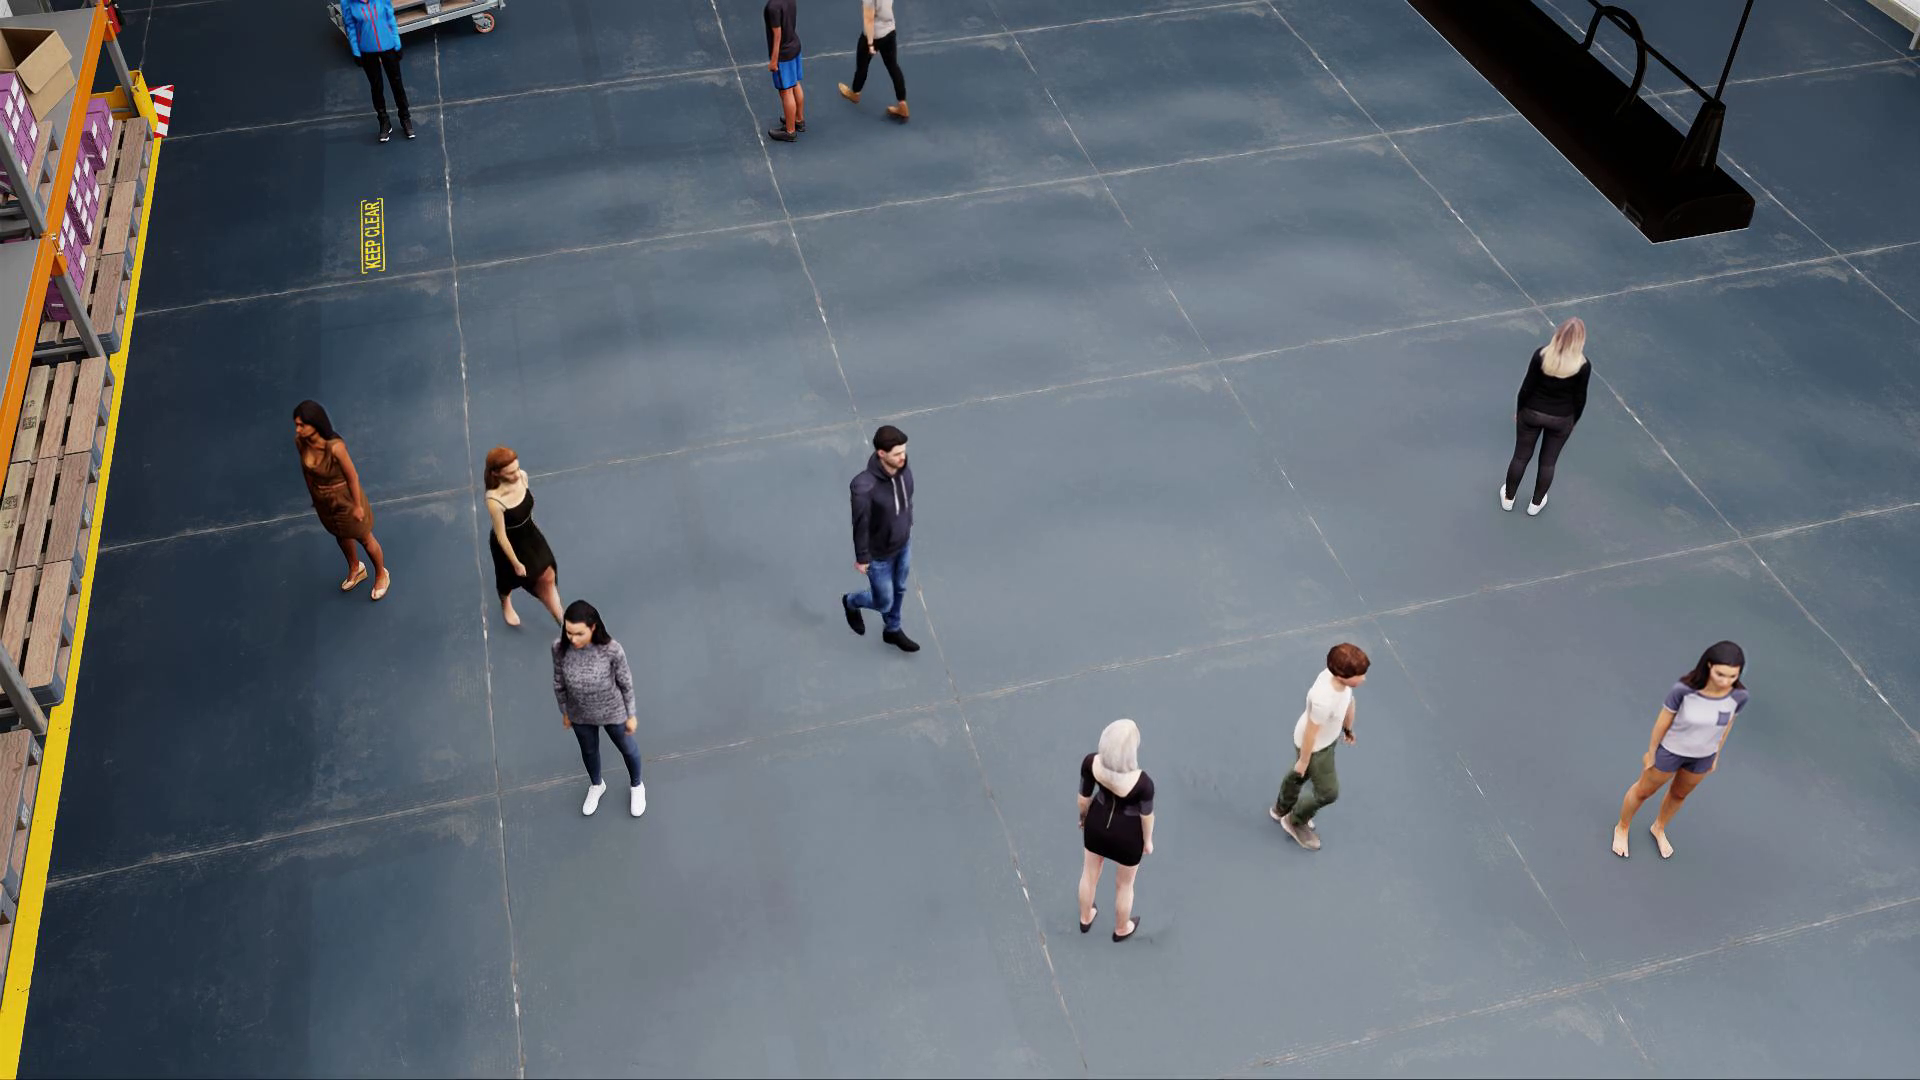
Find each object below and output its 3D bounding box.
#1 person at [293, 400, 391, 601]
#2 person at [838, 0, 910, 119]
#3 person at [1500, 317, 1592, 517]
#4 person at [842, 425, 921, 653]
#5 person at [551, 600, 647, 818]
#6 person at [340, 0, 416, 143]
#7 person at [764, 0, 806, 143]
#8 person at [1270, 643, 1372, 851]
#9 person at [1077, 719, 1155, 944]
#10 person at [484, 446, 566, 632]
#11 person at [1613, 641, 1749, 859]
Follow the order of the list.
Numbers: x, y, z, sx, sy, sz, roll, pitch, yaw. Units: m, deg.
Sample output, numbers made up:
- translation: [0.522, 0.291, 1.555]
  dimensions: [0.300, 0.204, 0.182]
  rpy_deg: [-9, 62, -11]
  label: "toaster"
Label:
- translation: [-4.187, -0.268, 11.226]
  dimensions: [0.651, 1.689, 0.685]
  rpy_deg: [16, 46, 16]
  label: "person"
- translation: [-0.726, -4.855, 16.047]
  dimensions: [1.178, 1.680, 0.994]
  rpy_deg: [32, 52, 29]
  label: "person"
- translation: [4.178, -0.872, 11.861]
  dimensions: [0.686, 1.687, 0.721]
  rpy_deg: [16, 46, 16]
  label: "person"
- translation: [-0.558, -0.021, 10.828]
  dimensions: [1.007, 1.879, 0.937]
  rpy_deg: [27, 50, 25]
  label: "person"
- translation: [-2.140, 0.992, 9.871]
  dimensions: [0.670, 1.732, 0.628]
  rpy_deg: [2, 44, 2]
  label: "person"
- translation: [-5.515, -4.647, 15.743]
  dimensions: [0.619, 1.798, 0.513]
  rpy_deg: [-12, 45, -12]
  label: "person"
- translation: [-1.657, -4.646, 15.741]
  dimensions: [0.774, 1.798, 0.687]
  rpy_deg: [14, 45, 14]
  label: "person"
- translation: [2.025, 1.151, 9.771]
  dimensions: [0.791, 1.640, 0.729]
  rpy_deg: [19, 47, 19]
  label: "person"
- translation: [0.846, 1.605, 9.158]
  dimensions: [0.656, 1.829, 0.703]
  rpy_deg: [19, 47, 19]
  label: "person"
- translation: [-2.999, -0.028, 11.043]
  dimensions: [1.069, 1.592, 1.001]
  rpy_deg: [24, 49, 23]
  label: "person"
- translation: [4.194, 1.212, 9.639]
  dimensions: [0.642, 1.734, 0.611]
  rpy_deg: [2, 44, 2]
  label: "person"
